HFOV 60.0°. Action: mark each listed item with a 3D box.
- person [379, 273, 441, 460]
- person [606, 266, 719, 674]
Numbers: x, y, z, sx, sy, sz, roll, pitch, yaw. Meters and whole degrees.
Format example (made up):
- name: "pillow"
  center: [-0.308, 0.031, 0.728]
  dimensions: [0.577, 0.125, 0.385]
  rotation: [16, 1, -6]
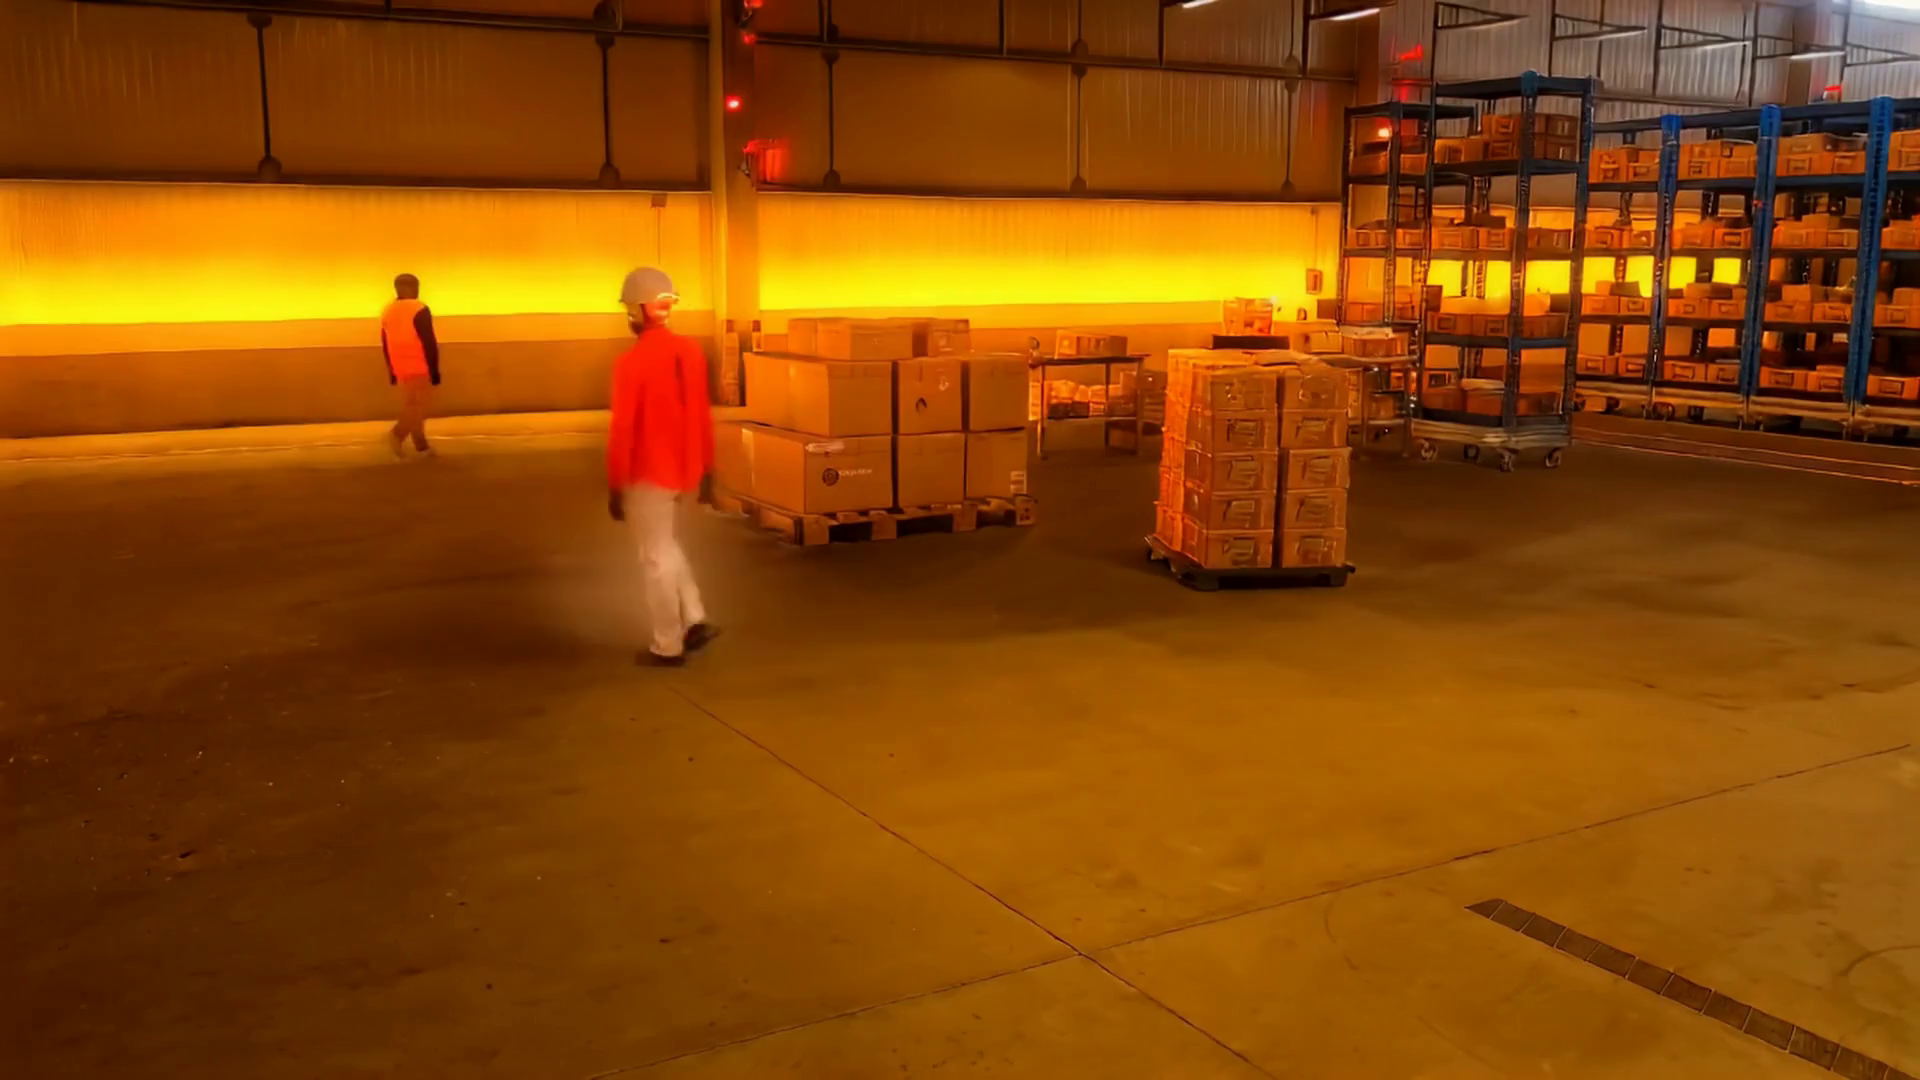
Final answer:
- name: "person"
  center: [-5.307, -1.649, 15.990]
  dimensions: [0.639, 1.827, 0.660]
  rotation: [6, 12, 33]
- name: "person"
  center: [-1.463, -0.325, 8.054]
  dimensions: [0.434, 1.980, 0.646]
  rotation: [6, 12, 30]
